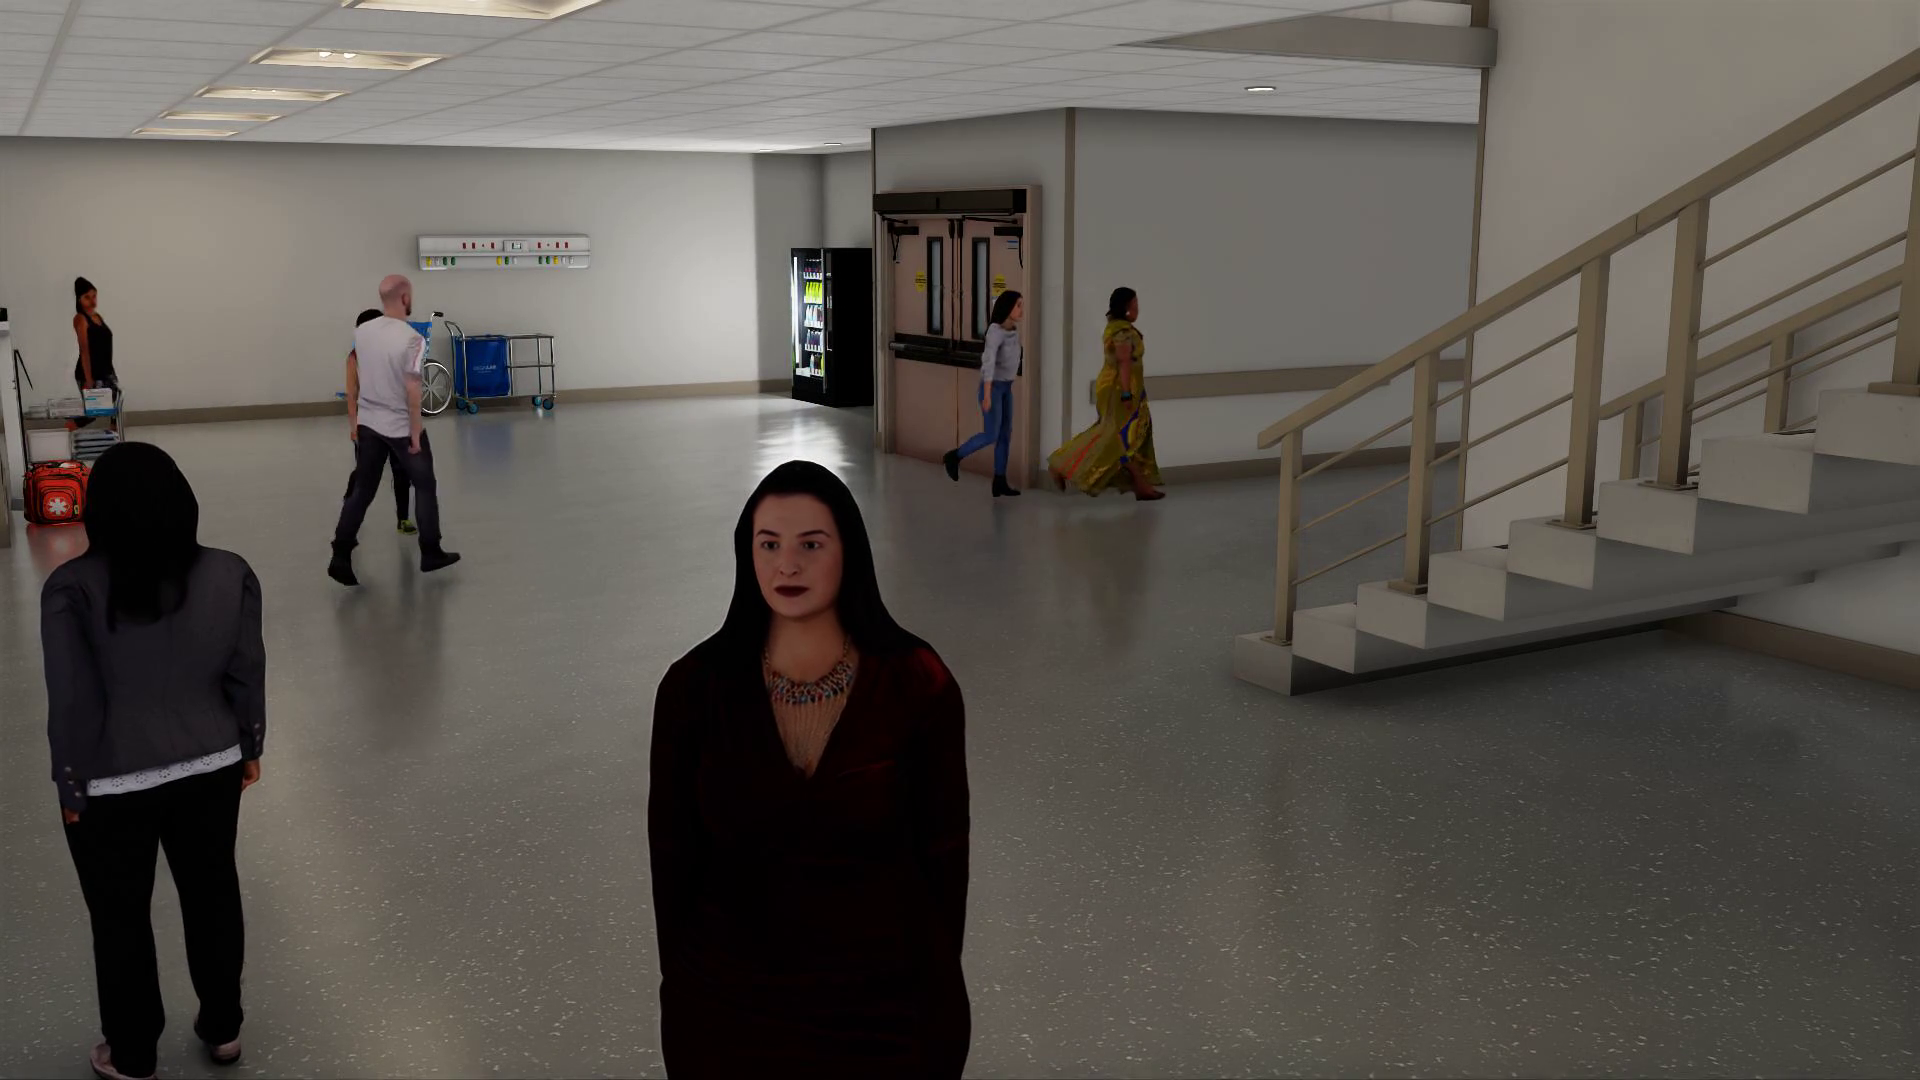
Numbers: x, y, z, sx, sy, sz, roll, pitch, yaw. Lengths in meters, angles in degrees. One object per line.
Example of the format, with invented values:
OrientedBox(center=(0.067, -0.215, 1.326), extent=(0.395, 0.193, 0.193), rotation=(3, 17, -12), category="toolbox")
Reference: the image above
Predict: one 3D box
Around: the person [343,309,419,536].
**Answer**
OrientedBox(center=(-4.025, -0.797, 11.401), extent=(0.707, 1.527, 1.034), rotation=(-10, 15, -43), category="person")

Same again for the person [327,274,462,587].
OrientedBox(center=(-3.411, -0.627, 9.742), extent=(1.256, 1.813, 1.247), rotation=(3, 11, 17), category="person")

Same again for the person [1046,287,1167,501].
OrientedBox(center=(1.120, -1.072, 12.610), extent=(1.180, 1.617, 1.205), rotation=(1, 11, 5), category="person")

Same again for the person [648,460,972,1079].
OrientedBox(center=(-0.235, 0.737, 2.701), extent=(0.767, 1.757, 0.771), rotation=(0, 11, -3), category="person")

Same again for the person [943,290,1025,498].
OrientedBox(center=(0.198, -1.130, 12.949), extent=(1.005, 1.604, 0.905), rotation=(5, 12, 26), category="person")

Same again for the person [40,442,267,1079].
OrientedBox(center=(-1.981, 0.553, 4.095), extent=(0.751, 1.599, 0.746), rotation=(10, 15, 42), category="person")

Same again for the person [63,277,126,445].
OrientedBox(center=(-7.566, -1.424, 14.392), extent=(0.960, 1.645, 1.060), rotation=(-1, 11, -5), category="person")
